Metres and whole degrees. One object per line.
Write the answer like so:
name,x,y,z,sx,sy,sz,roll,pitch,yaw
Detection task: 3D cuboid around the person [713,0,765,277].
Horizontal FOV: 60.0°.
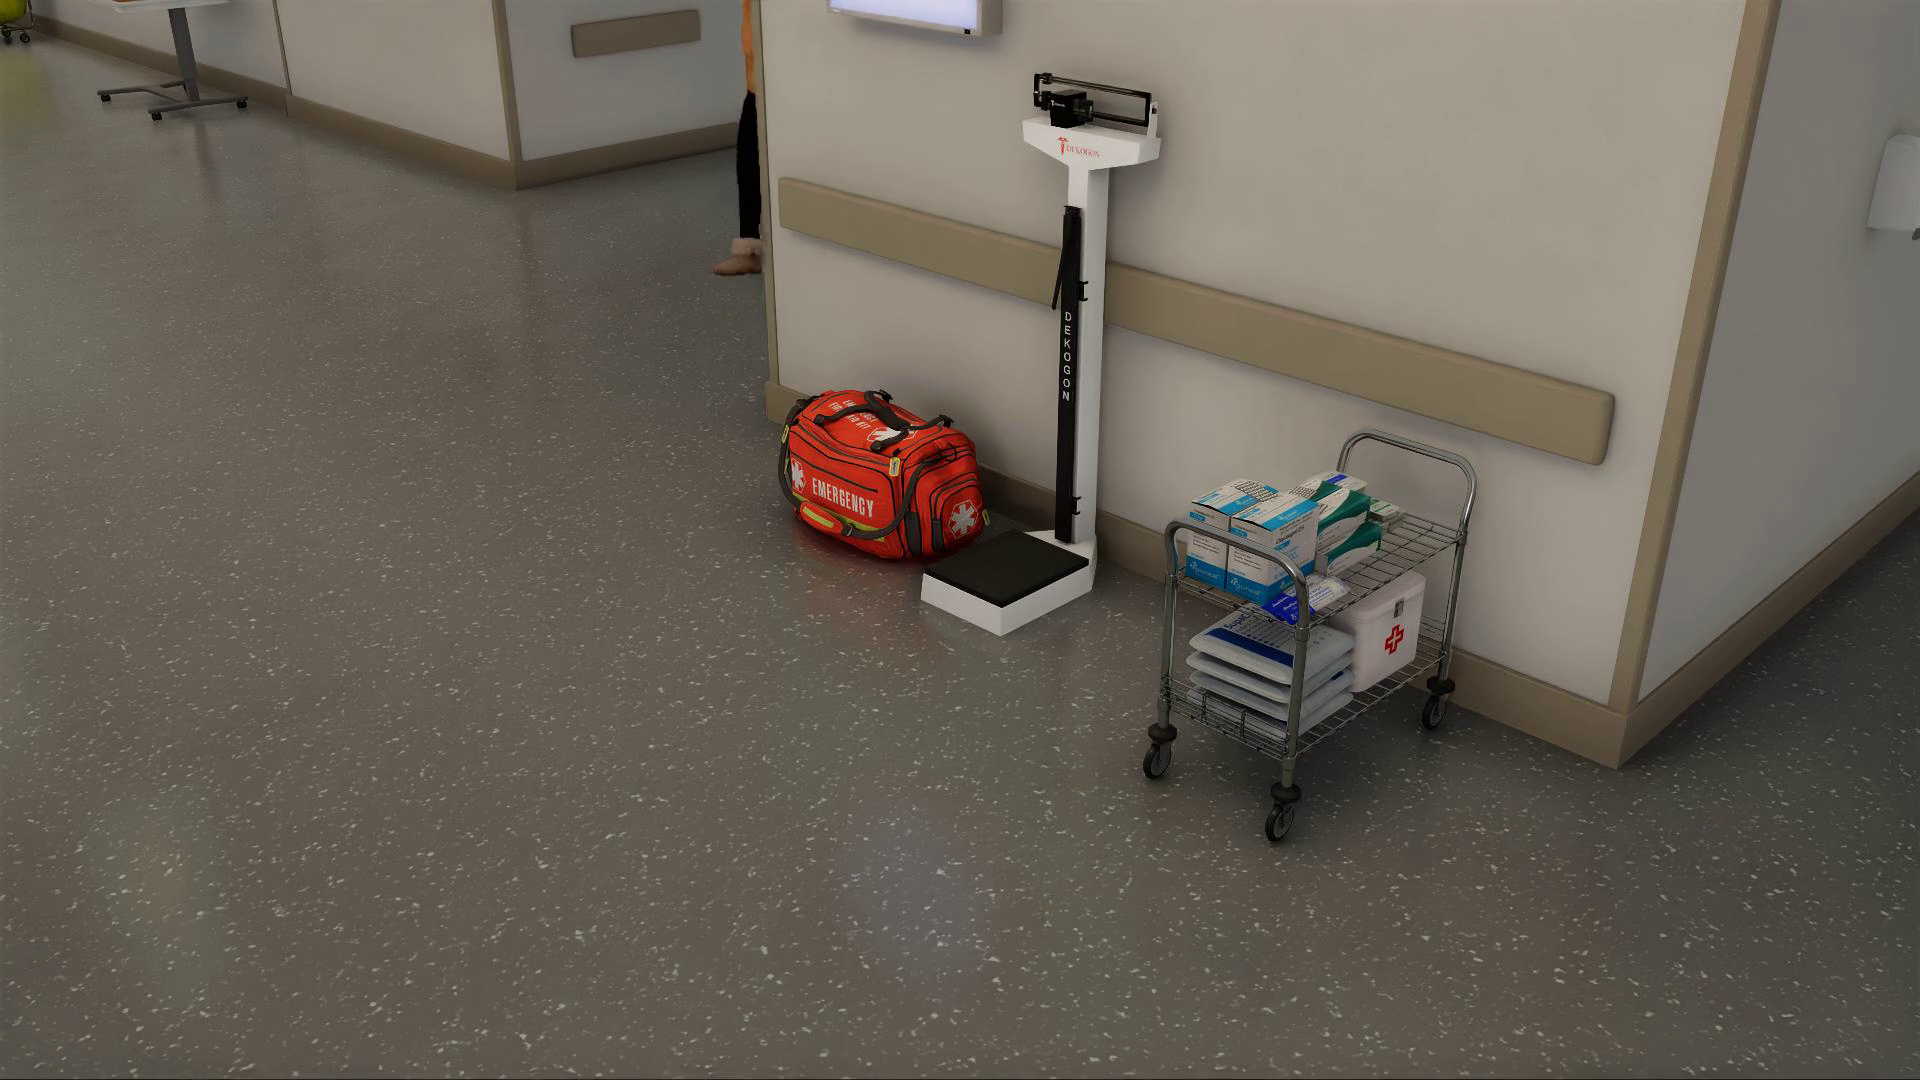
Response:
person,-0.838,-2.118,8.116,0.826,1.645,0.756,18,31,32
